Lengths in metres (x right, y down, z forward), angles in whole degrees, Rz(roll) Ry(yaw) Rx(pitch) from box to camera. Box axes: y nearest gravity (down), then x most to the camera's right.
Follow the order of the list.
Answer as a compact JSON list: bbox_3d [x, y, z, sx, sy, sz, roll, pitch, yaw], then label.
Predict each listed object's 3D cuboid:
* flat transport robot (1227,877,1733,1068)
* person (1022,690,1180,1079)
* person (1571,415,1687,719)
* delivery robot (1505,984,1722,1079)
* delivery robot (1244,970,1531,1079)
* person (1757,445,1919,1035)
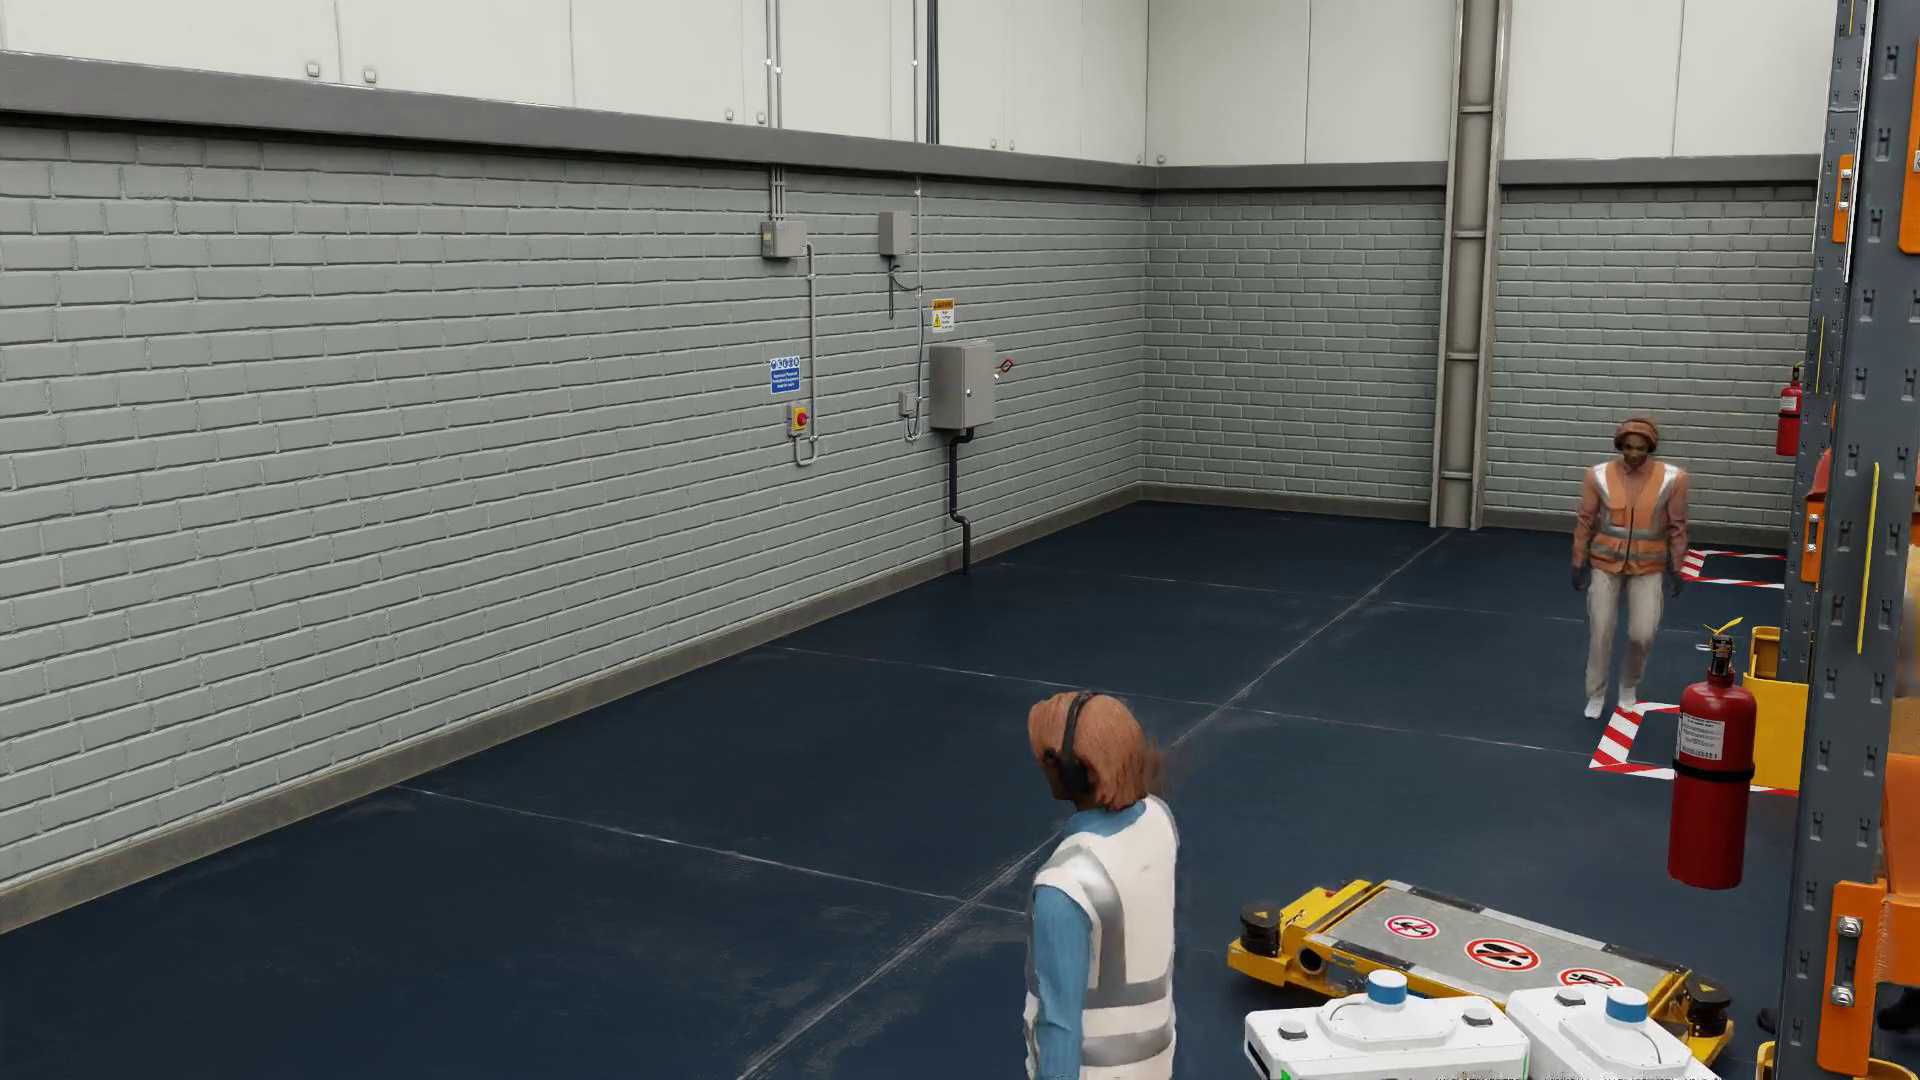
[{"bbox_3d":[1.654,1.401,5.360,1.431,0.197,0.652,11,15,37],"label":"flat transport robot"},{"bbox_3d":[0.323,1.096,3.398,0.623,1.614,0.516,7,13,34],"label":"person"},{"bbox_3d":[3.435,0.154,8.564,0.558,1.612,0.407,5,11,24],"label":"person"},{"bbox_3d":[1.727,1.412,4.342,0.477,0.478,0.707,-2,11,-11],"label":"delivery robot"},{"bbox_3d":[1.131,1.393,4.444,0.707,0.478,0.477,-2,10,-8],"label":"delivery robot"},{"bbox_3d":[2.793,0.645,5.097,0.545,1.908,0.591,10,14,42],"label":"person"}]
